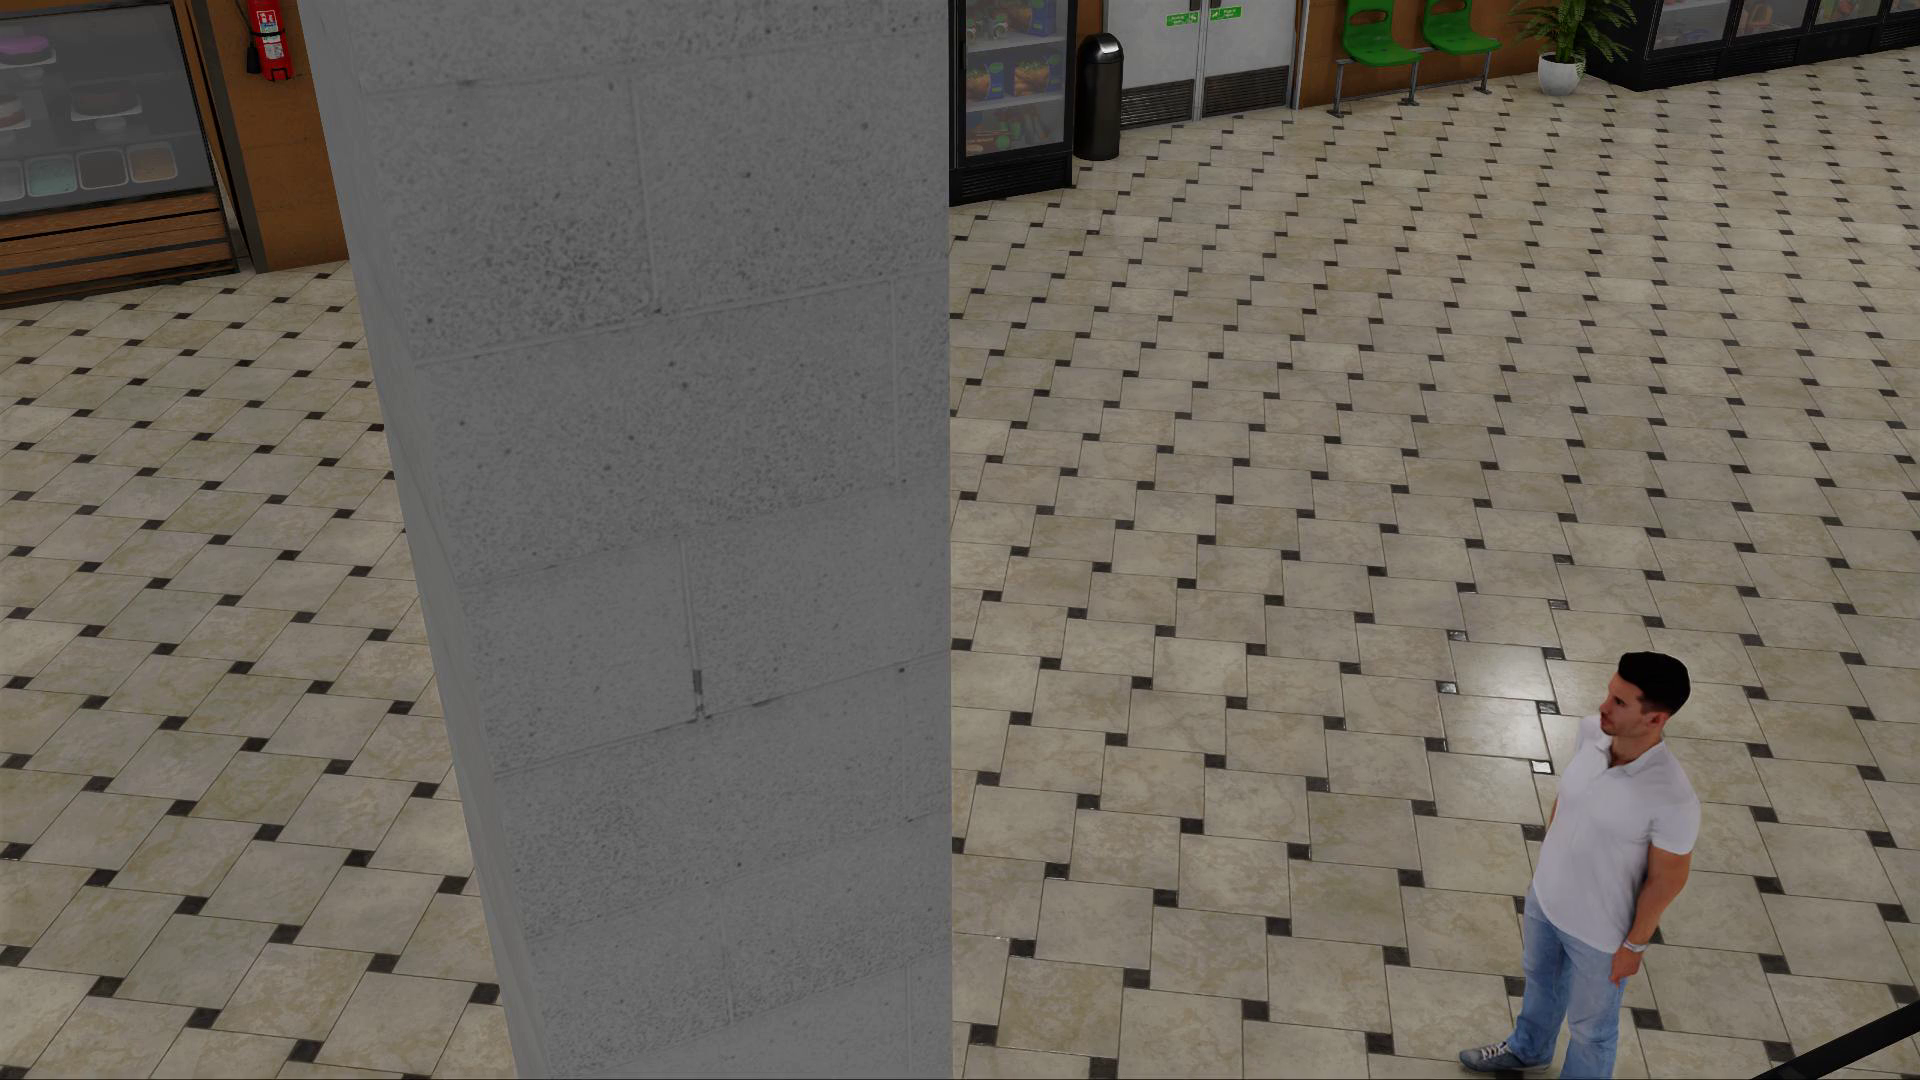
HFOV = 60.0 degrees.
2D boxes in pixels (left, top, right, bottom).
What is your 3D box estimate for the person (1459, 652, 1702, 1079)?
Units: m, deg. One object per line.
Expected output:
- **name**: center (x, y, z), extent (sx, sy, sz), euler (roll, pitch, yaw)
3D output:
- **person**: center (1.960, 1.117, 5.155), extent (0.767, 1.864, 0.541), euler (-8, 33, -13)
